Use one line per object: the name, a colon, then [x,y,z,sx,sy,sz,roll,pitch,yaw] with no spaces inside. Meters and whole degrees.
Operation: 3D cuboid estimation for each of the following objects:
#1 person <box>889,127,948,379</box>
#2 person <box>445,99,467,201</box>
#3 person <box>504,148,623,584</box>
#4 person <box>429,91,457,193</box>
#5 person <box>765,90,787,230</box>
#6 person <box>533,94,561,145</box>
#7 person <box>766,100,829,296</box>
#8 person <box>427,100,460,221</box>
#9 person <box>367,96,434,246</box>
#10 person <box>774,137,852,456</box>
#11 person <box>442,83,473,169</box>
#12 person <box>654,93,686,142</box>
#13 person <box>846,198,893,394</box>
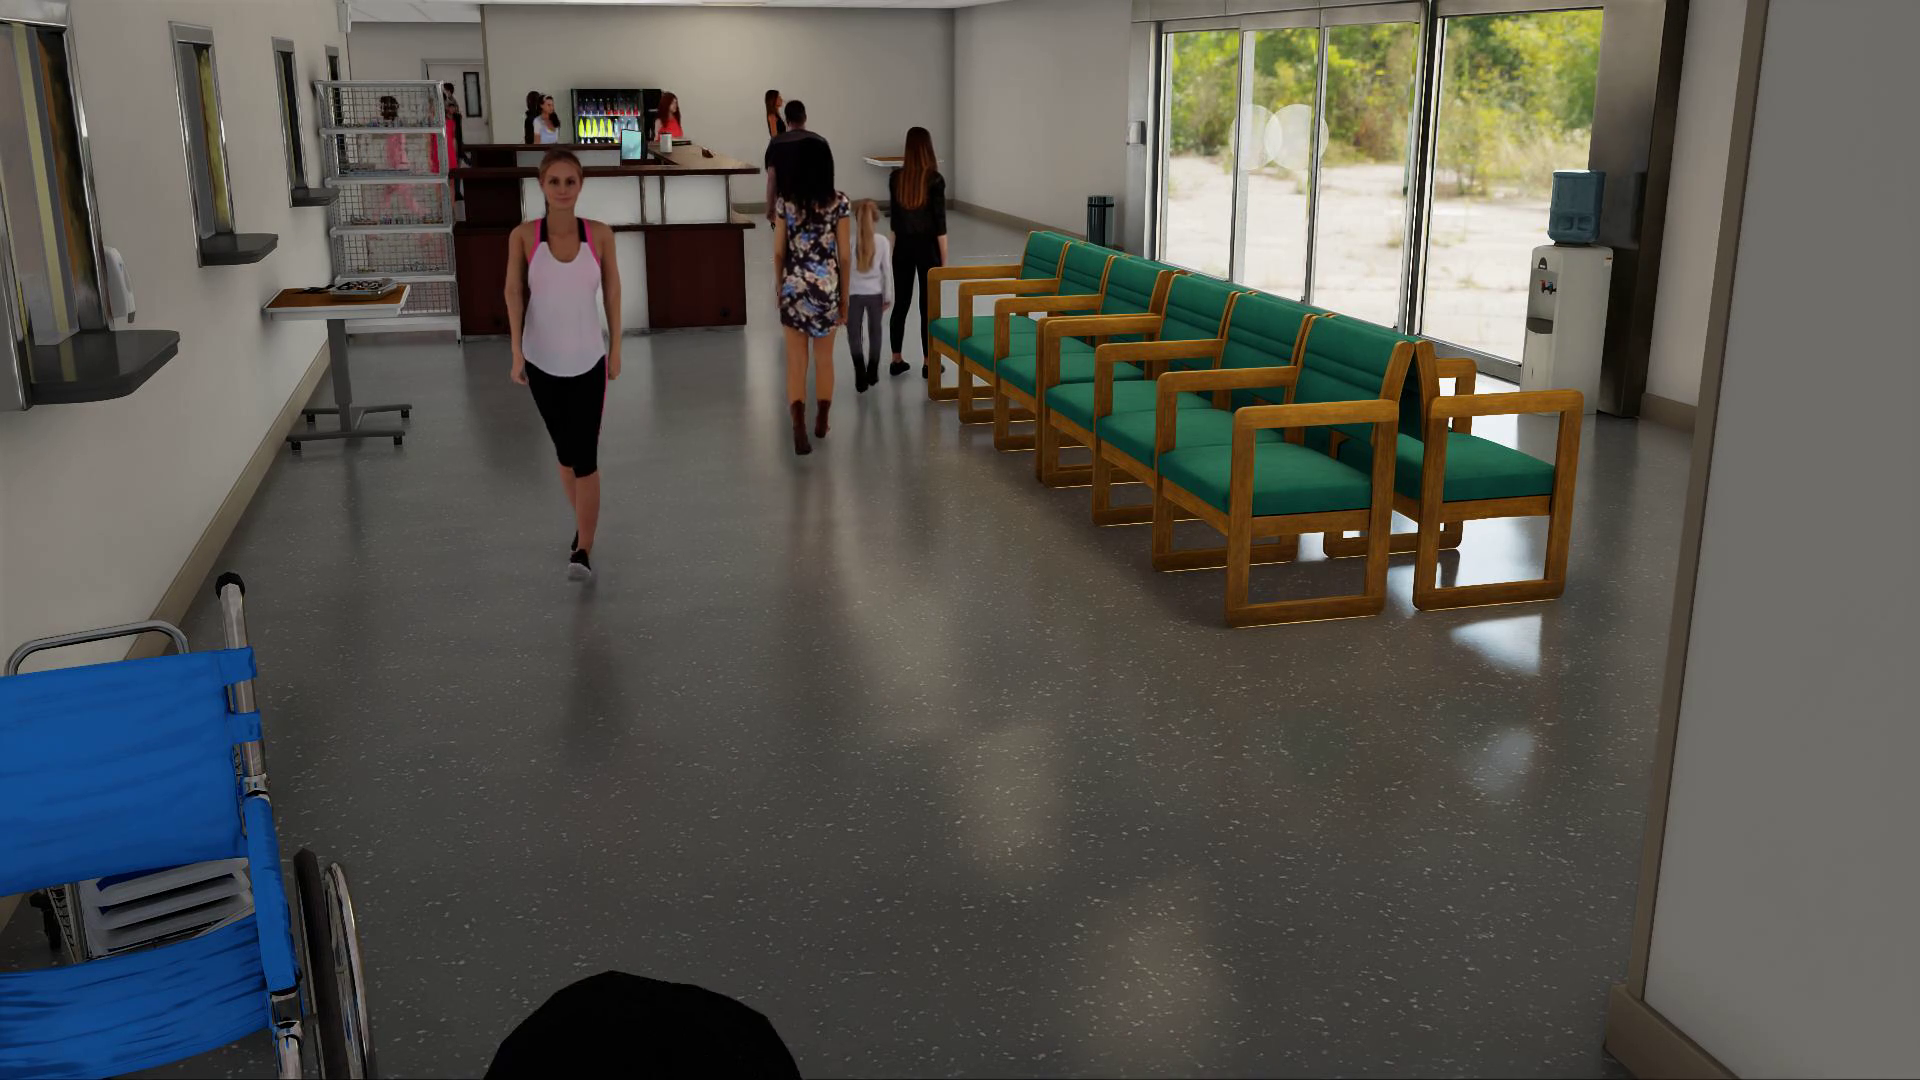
person: [-0.313,-2.003,11.593,0.676,1.708,0.745,8,17,25]
person: [-8.396,-6.439,27.468,0.809,1.633,0.729,12,20,37]
person: [-1.644,-0.713,6.979,1.127,1.729,0.773,-2,16,-7]
person: [-9.167,-7.087,29.522,0.638,1.765,0.729,-11,19,-35]
person: [-2.470,-5.109,22.379,0.603,1.834,0.631,0,16,0]
person: [-5.206,-4.612,20.718,0.998,1.779,0.943,9,18,30]
person: [-1.373,-2.770,14.113,1.195,1.817,1.046,1,16,5]
person: [-7.373,-5.415,23.737,1.004,1.685,0.751,-8,18,-27]
person: [-6.625,-4.359,19.867,1.102,1.754,0.668,-3,16,-12]
person: [-0.833,-1.292,9.099,1.135,1.693,0.811,-1,16,-3]
person: [-9.575,-7.773,31.816,1.139,1.842,0.715,-4,16,-14]
person: [-3.633,-4.581,20.548,0.797,1.813,0.731,10,19,31]
person: [-0.635,-1.611,11.011,0.765,1.270,0.615,-2,16,-9]
